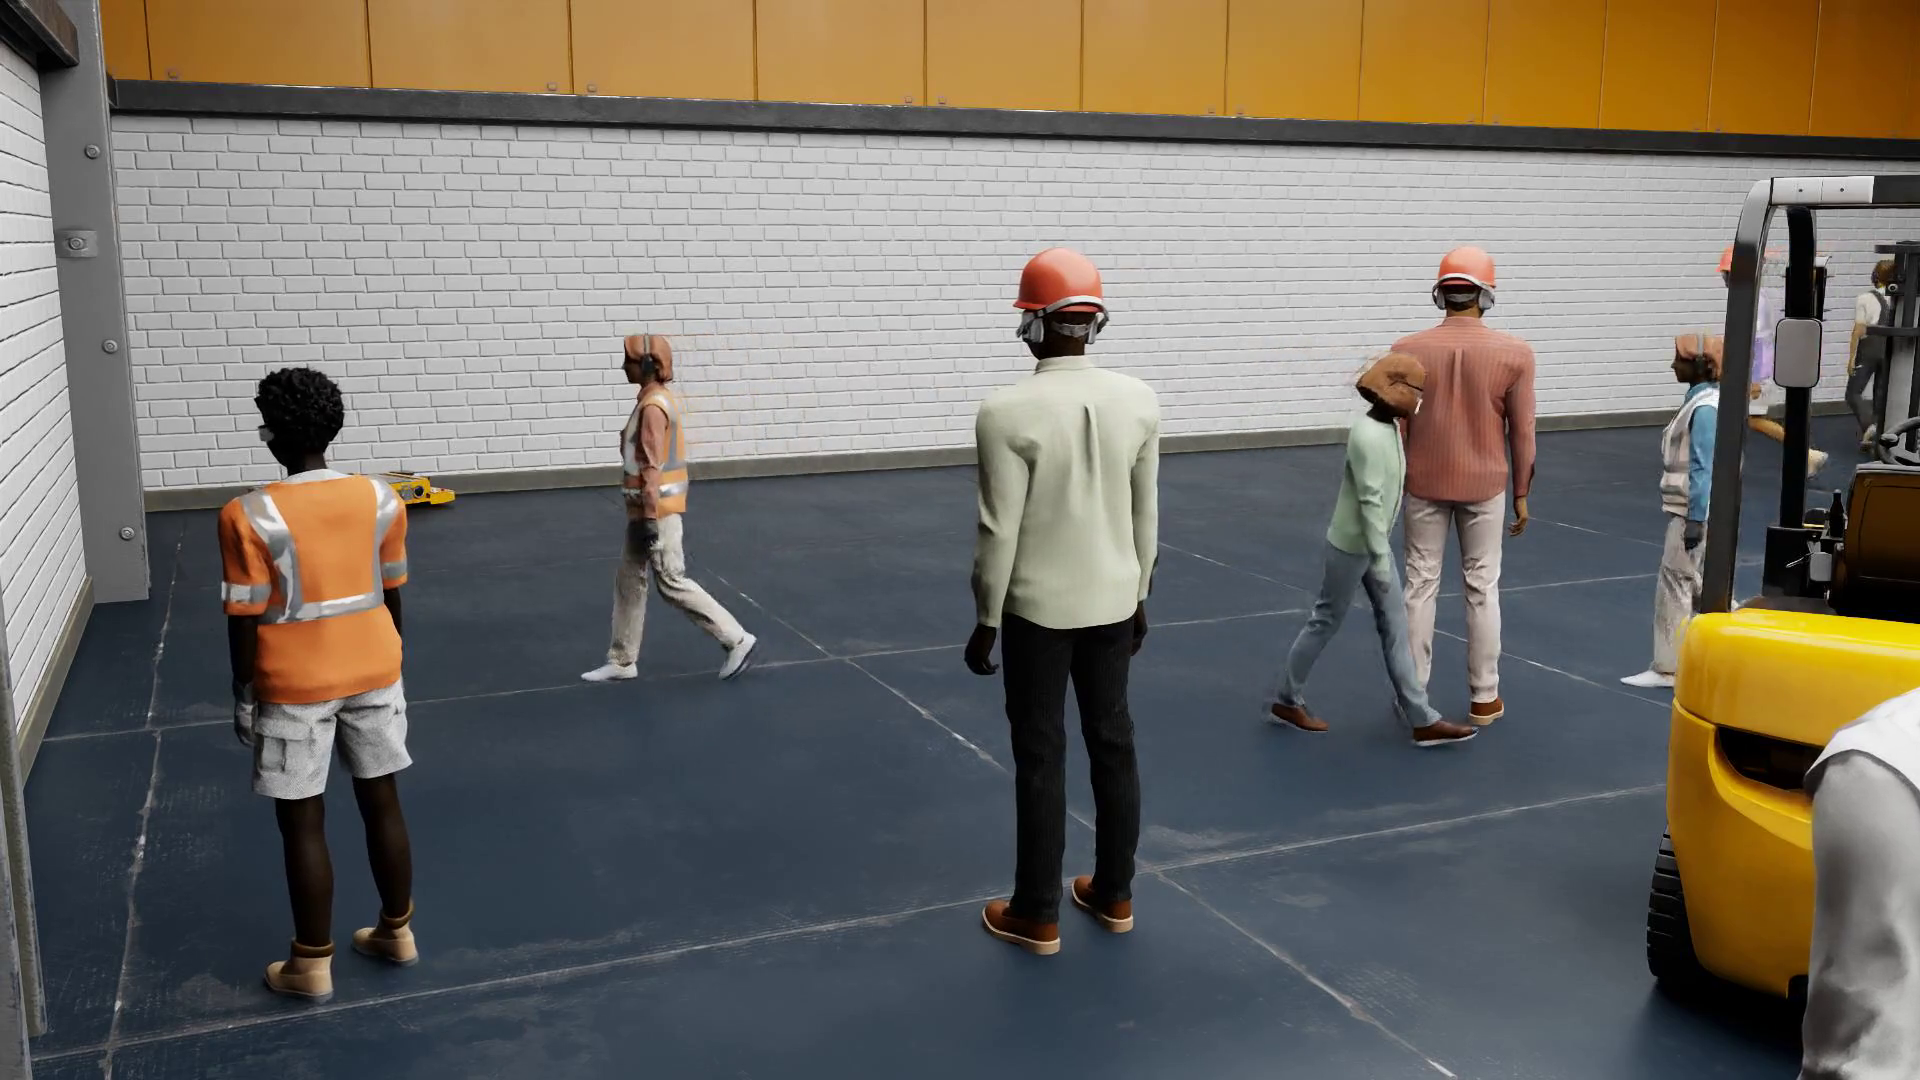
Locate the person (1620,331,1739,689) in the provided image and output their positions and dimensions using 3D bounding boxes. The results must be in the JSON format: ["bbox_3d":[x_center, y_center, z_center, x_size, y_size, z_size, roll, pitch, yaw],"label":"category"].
[{"bbox_3d":[3.323,-0.116,7.408,0.553,1.625,0.521,4,11,19],"label":"person"}]

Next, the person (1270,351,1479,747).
[{"bbox_3d":[1.651,0.036,6.655,0.853,1.579,0.514,6,12,30],"label":"person"}]

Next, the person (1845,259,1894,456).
[{"bbox_3d":[8.501,-1.671,15.384,0.510,1.835,0.485,1,10,5],"label":"person"}]

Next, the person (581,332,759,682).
[{"bbox_3d":[-1.328,-0.138,7.541,0.761,1.611,0.523,-2,10,-11],"label":"person"}]

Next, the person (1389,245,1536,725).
[{"bbox_3d":[2.073,-0.223,6.964,0.622,1.989,0.399,3,11,18],"label":"person"}]

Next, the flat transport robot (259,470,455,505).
[{"bbox_3d":[-4.542,-0.329,12.292,0.652,0.197,1.431,8,13,38],"label":"flat transport robot"}]

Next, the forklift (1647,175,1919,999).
[{"bbox_3d":[2.810,0.094,4.662,1.214,2.155,2.313,7,12,34],"label":"forklift"}]

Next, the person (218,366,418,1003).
[{"bbox_3d":[-1.709,0.383,4.464,0.321,1.689,0.530,8,13,39],"label":"person"}]

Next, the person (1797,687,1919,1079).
[{"bbox_3d":[1.096,0.777,1.753,0.586,1.882,0.340,-5,11,-26],"label":"person"}]

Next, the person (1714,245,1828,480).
[{"bbox_3d":[6.478,-1.371,13.359,0.915,1.990,0.622,2,11,13],"label":"person"}]

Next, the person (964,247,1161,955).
[{"bbox_3d":[0.290,0.179,4.738,0.608,1.996,0.379,-6,12,-30],"label":"person"}]
